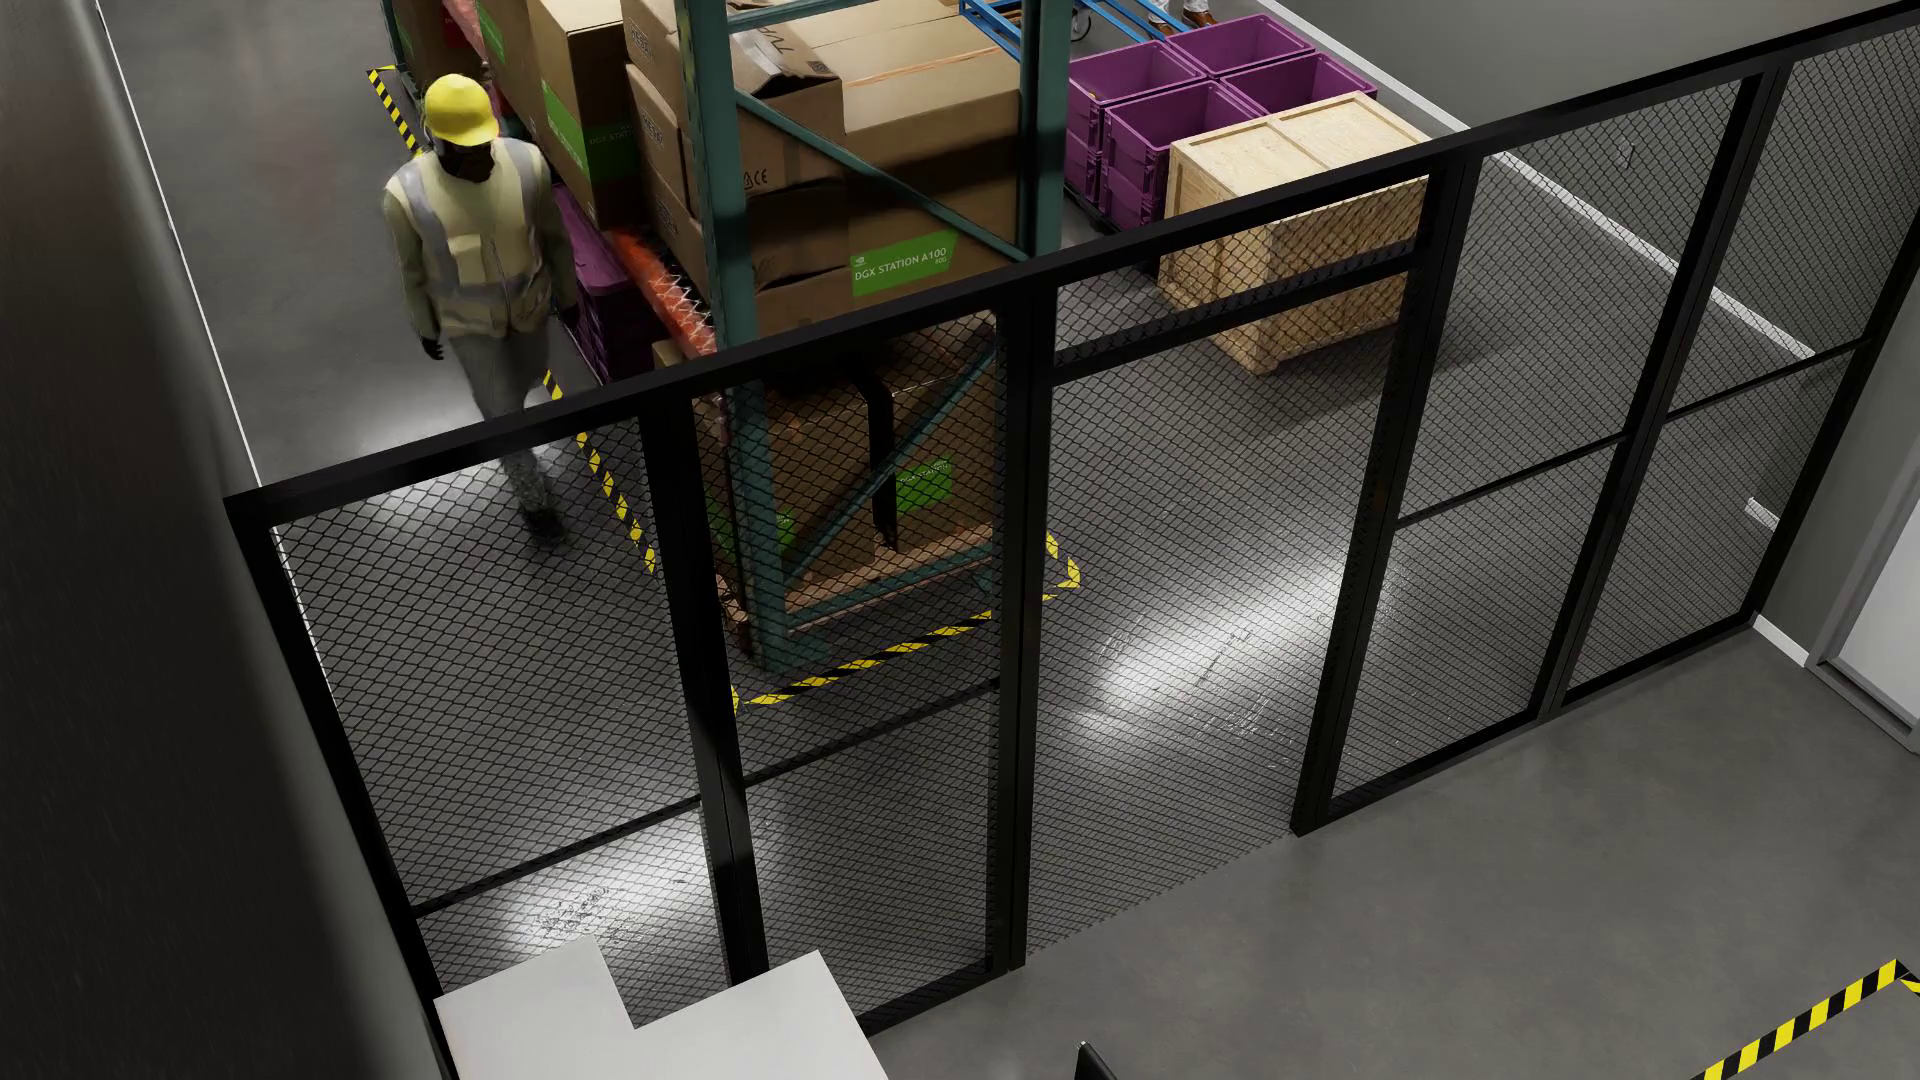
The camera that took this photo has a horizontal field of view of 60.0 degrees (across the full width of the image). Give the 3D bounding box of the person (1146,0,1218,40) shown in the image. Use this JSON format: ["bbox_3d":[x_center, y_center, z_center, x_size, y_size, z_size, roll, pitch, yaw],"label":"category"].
[{"bbox_3d":[1.281,-3.622,8.907,0.636,1.938,0.354,-22,47,-22],"label":"person"}]

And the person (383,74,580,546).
[{"bbox_3d":[-1.714,-0.912,6.050,0.604,1.805,0.843,-24,47,-24],"label":"person"}]
